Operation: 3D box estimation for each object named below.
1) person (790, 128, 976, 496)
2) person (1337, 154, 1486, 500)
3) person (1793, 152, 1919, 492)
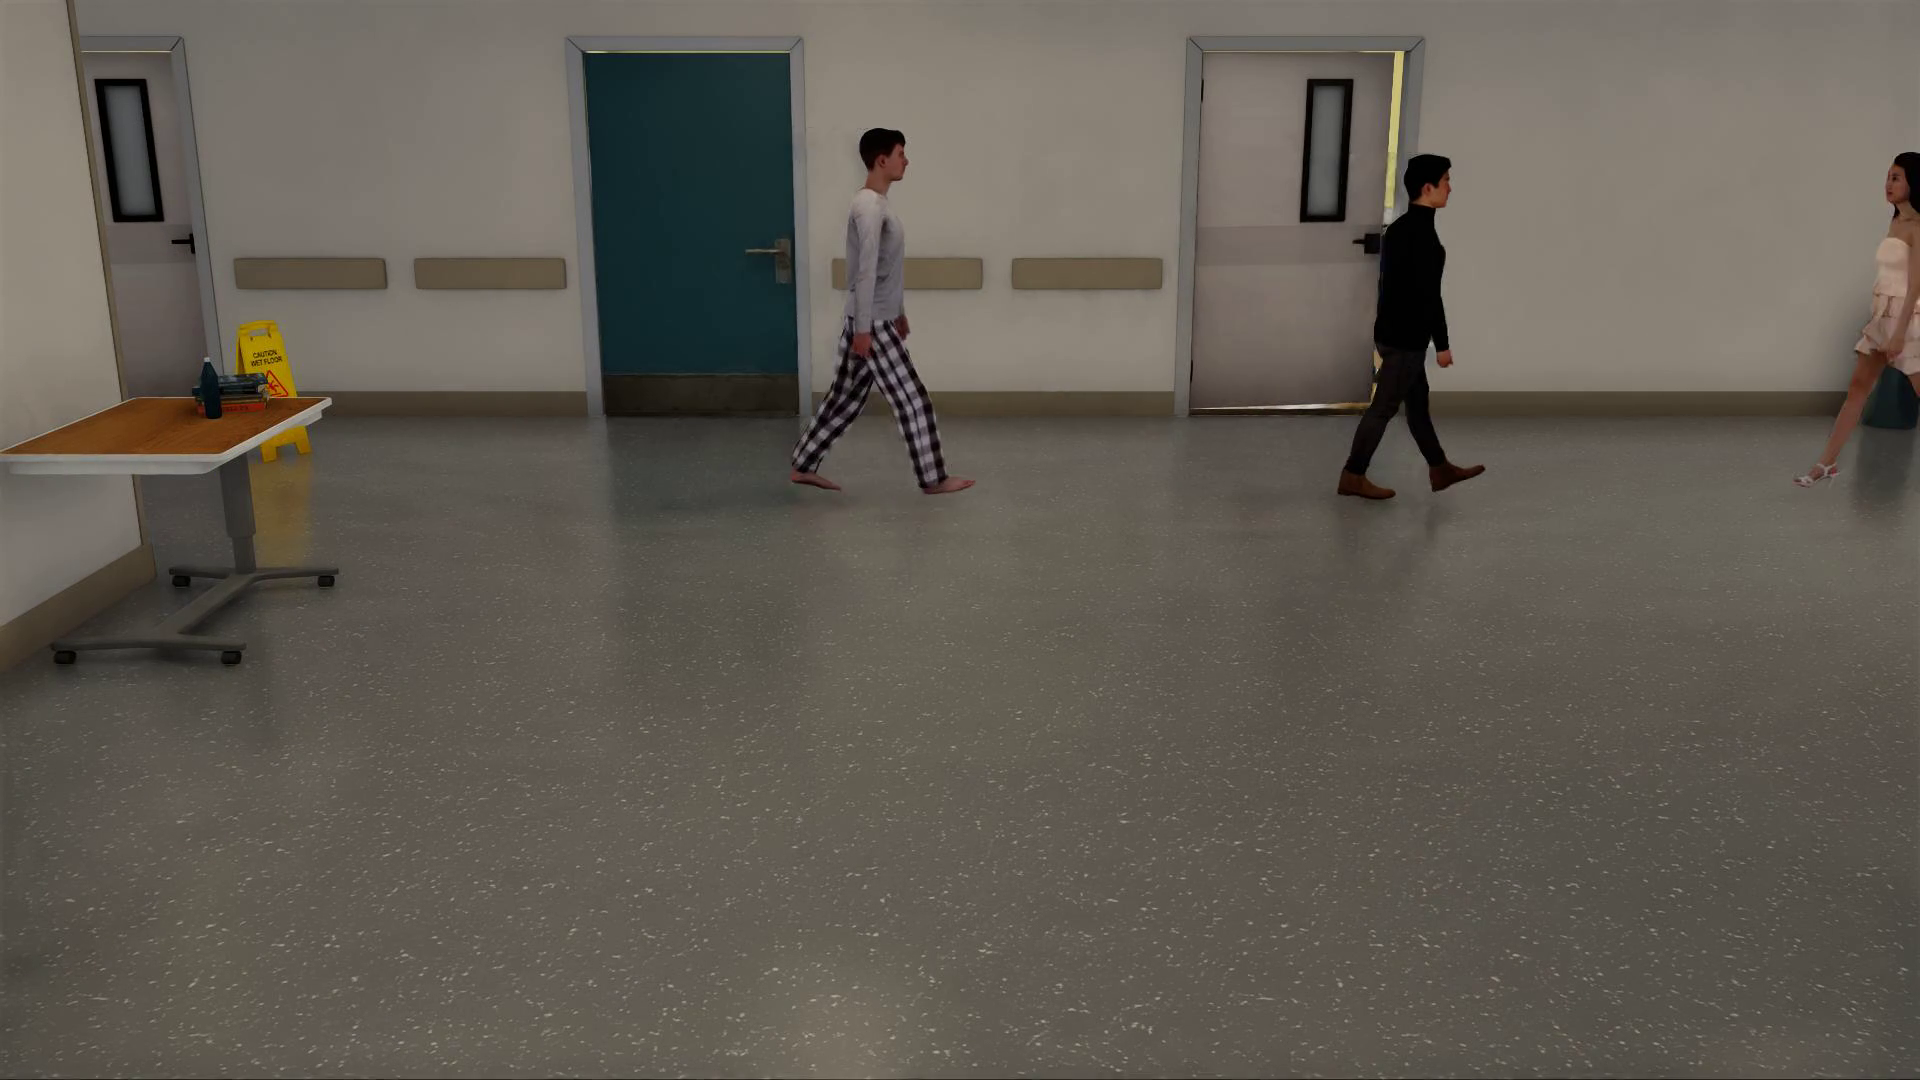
[{"bbox_3d":[-0.523,-1.064,8.213,1.161,1.797,0.670,-1,16,-3],"label":"person"},{"bbox_3d":[2.127,-1.017,8.239,0.988,1.692,0.680,0,16,2],"label":"person"},{"bbox_3d":[4.757,-1.003,8.213,1.114,1.679,0.632,2,16,6],"label":"person"}]
